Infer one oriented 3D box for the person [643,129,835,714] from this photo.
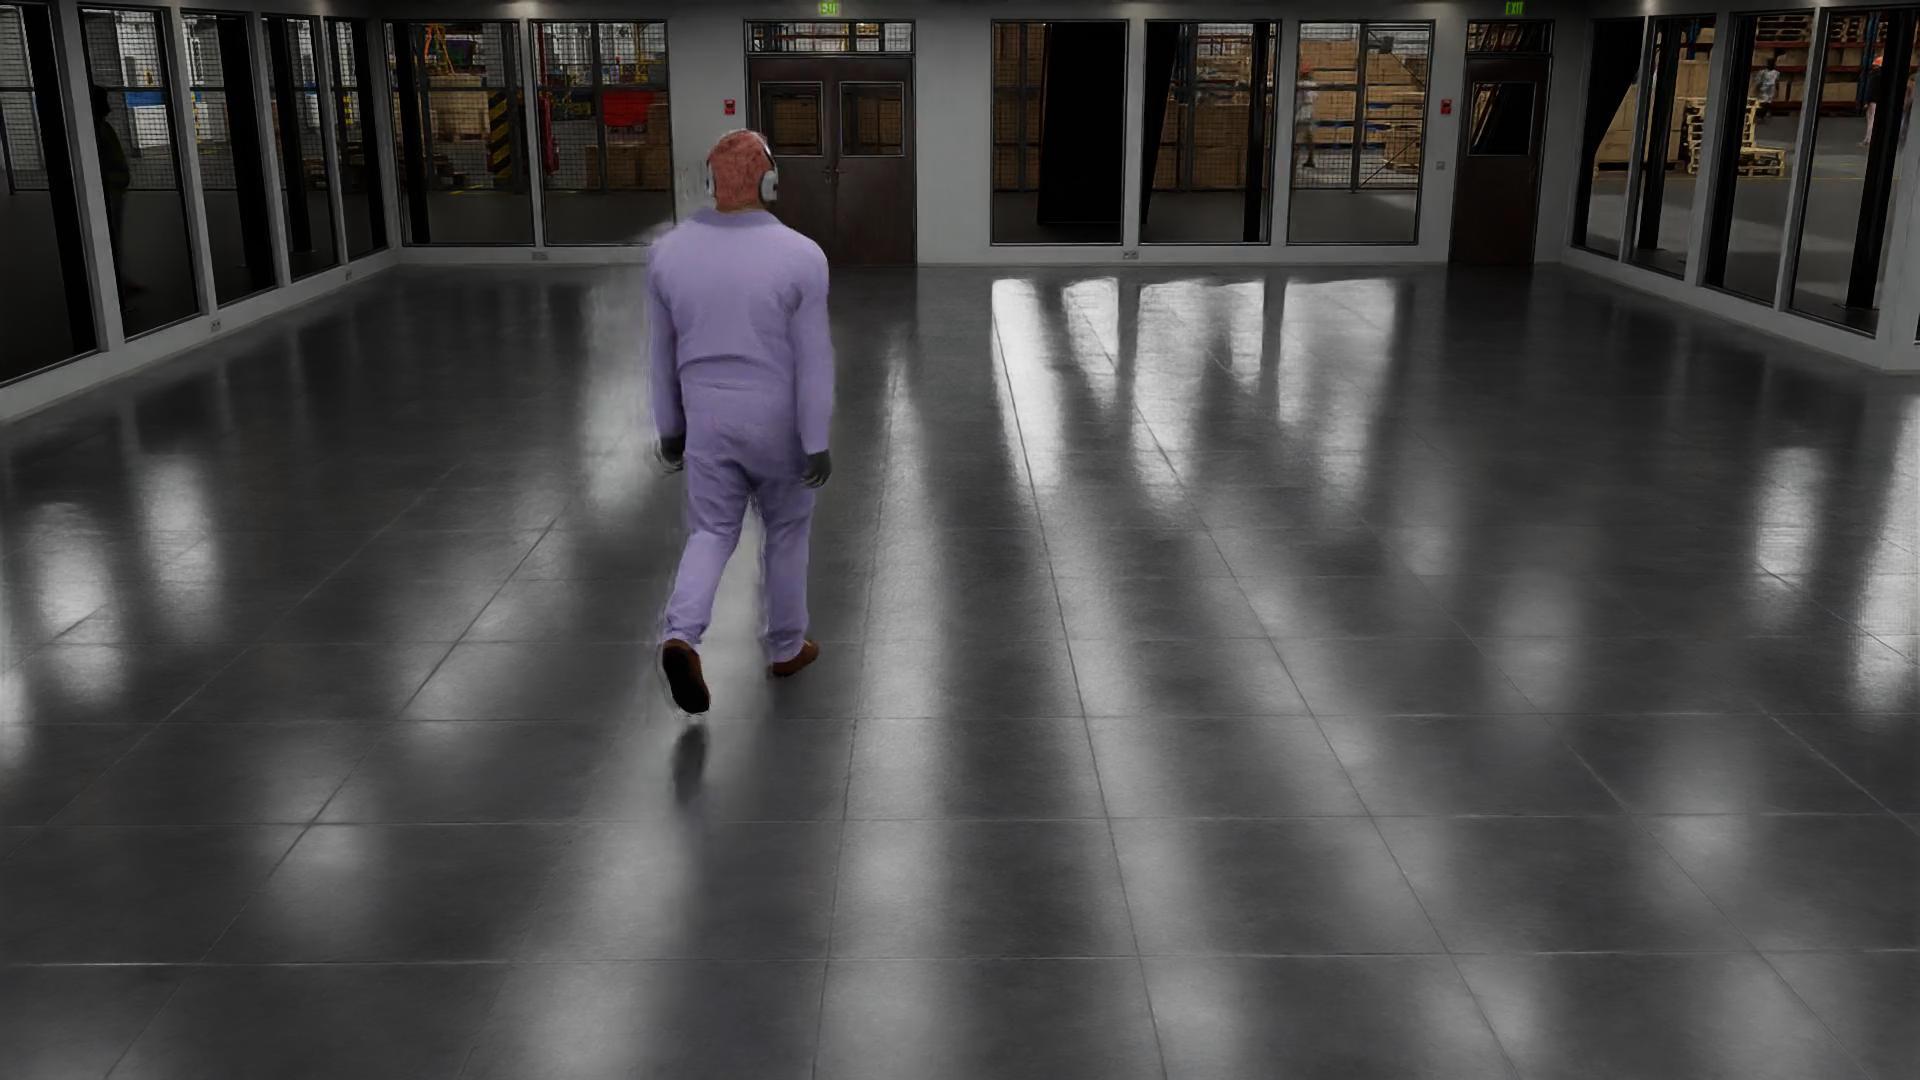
[{"bbox_3d":[-0.725,-0.374,5.430,0.650,1.882,0.815,5,17,15],"label":"person"}]
